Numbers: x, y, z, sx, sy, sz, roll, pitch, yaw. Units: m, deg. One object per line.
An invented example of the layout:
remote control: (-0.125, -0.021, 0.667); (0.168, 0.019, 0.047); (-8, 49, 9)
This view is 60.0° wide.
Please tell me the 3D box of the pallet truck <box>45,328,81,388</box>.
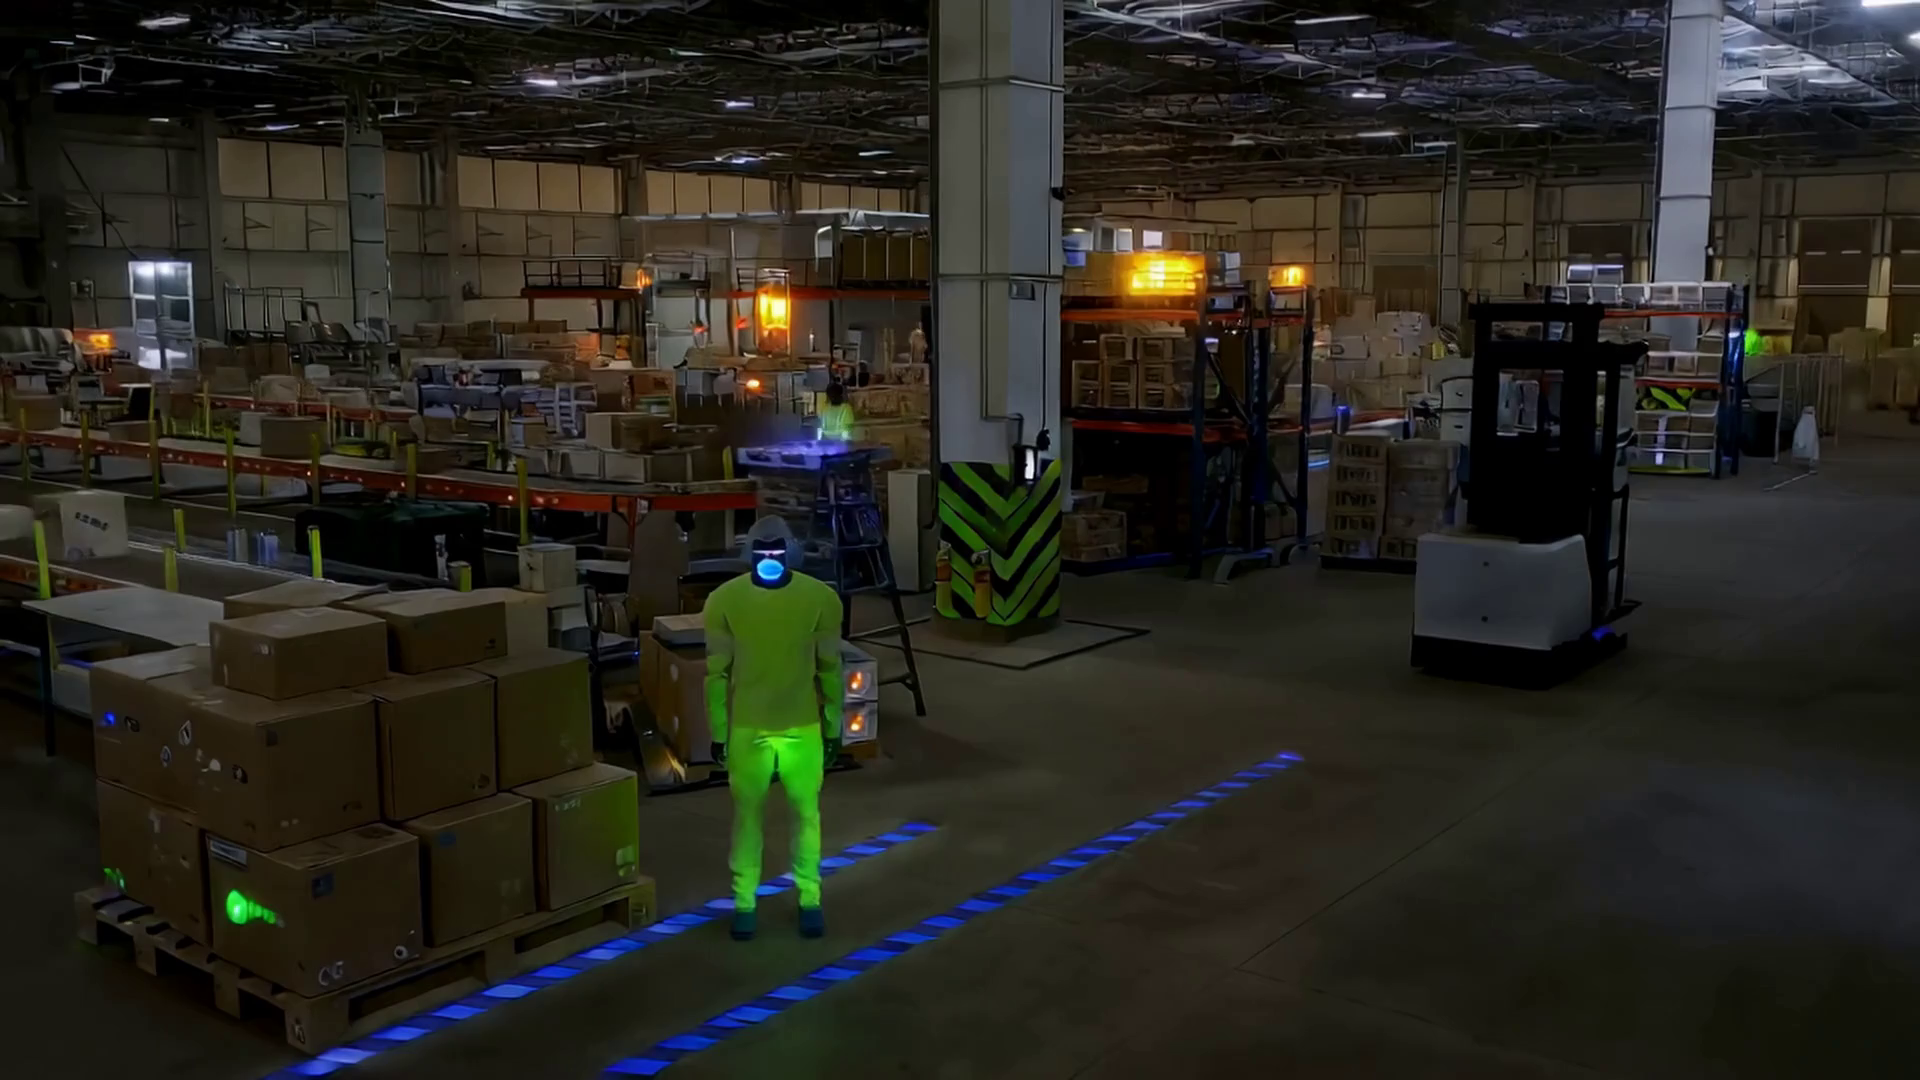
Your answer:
pallet truck: (-23.775, -4.544, 43.495); (1.885, 1.965, 0.823); (6, 10, 35)

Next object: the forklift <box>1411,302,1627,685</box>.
forklift: (4.379, -0.438, 12.852); (1.129, 2.768, 1.873); (7, 11, 37)

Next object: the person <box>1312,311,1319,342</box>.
person: (18.415, -10.885, 86.263); (0.613, 1.989, 0.391); (8, 11, 42)

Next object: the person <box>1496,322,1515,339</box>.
person: (16.954, -5.779, 51.835); (0.616, 1.990, 0.393); (7, 11, 41)

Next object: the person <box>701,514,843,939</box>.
person: (-0.836, 0.837, 7.466); (0.624, 1.932, 0.369); (-1, 9, -7)

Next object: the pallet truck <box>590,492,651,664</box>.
pallet truck: (-3.115, 0.344, 12.883); (0.653, 1.274, 1.630); (7, 11, 37)

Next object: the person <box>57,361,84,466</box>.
person: (-14.972, -2.128, 28.001); (0.318, 1.764, 0.522); (-5, 10, -32)

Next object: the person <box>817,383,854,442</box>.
person: (-1.681, -1.319, 22.786); (0.539, 1.688, 0.495); (3, 9, 19)

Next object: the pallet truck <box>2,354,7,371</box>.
pallet truck: (-24.881, -4.417, 42.634); (1.885, 1.965, 0.823); (8, 11, 41)

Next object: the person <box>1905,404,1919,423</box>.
person: (21.428, -3.481, 36.653); (0.863, 1.912, 0.554); (6, 11, 37)

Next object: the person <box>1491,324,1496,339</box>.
person: (15.747, -5.442, 49.400); (0.896, 2.000, 0.699); (-5, 10, -31)

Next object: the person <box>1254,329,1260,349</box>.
person: (15.468, -10.839, 86.449); (0.429, 1.841, 0.633); (6, 10, 33)

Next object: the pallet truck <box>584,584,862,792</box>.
pallet truck: (-1.426, 0.805, 10.019); (1.601, 1.201, 0.680); (-4, 9, -26)

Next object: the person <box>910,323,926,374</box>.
person: (-1.516, -6.891, 59.856); (0.589, 1.844, 0.964); (-7, 11, -41)
